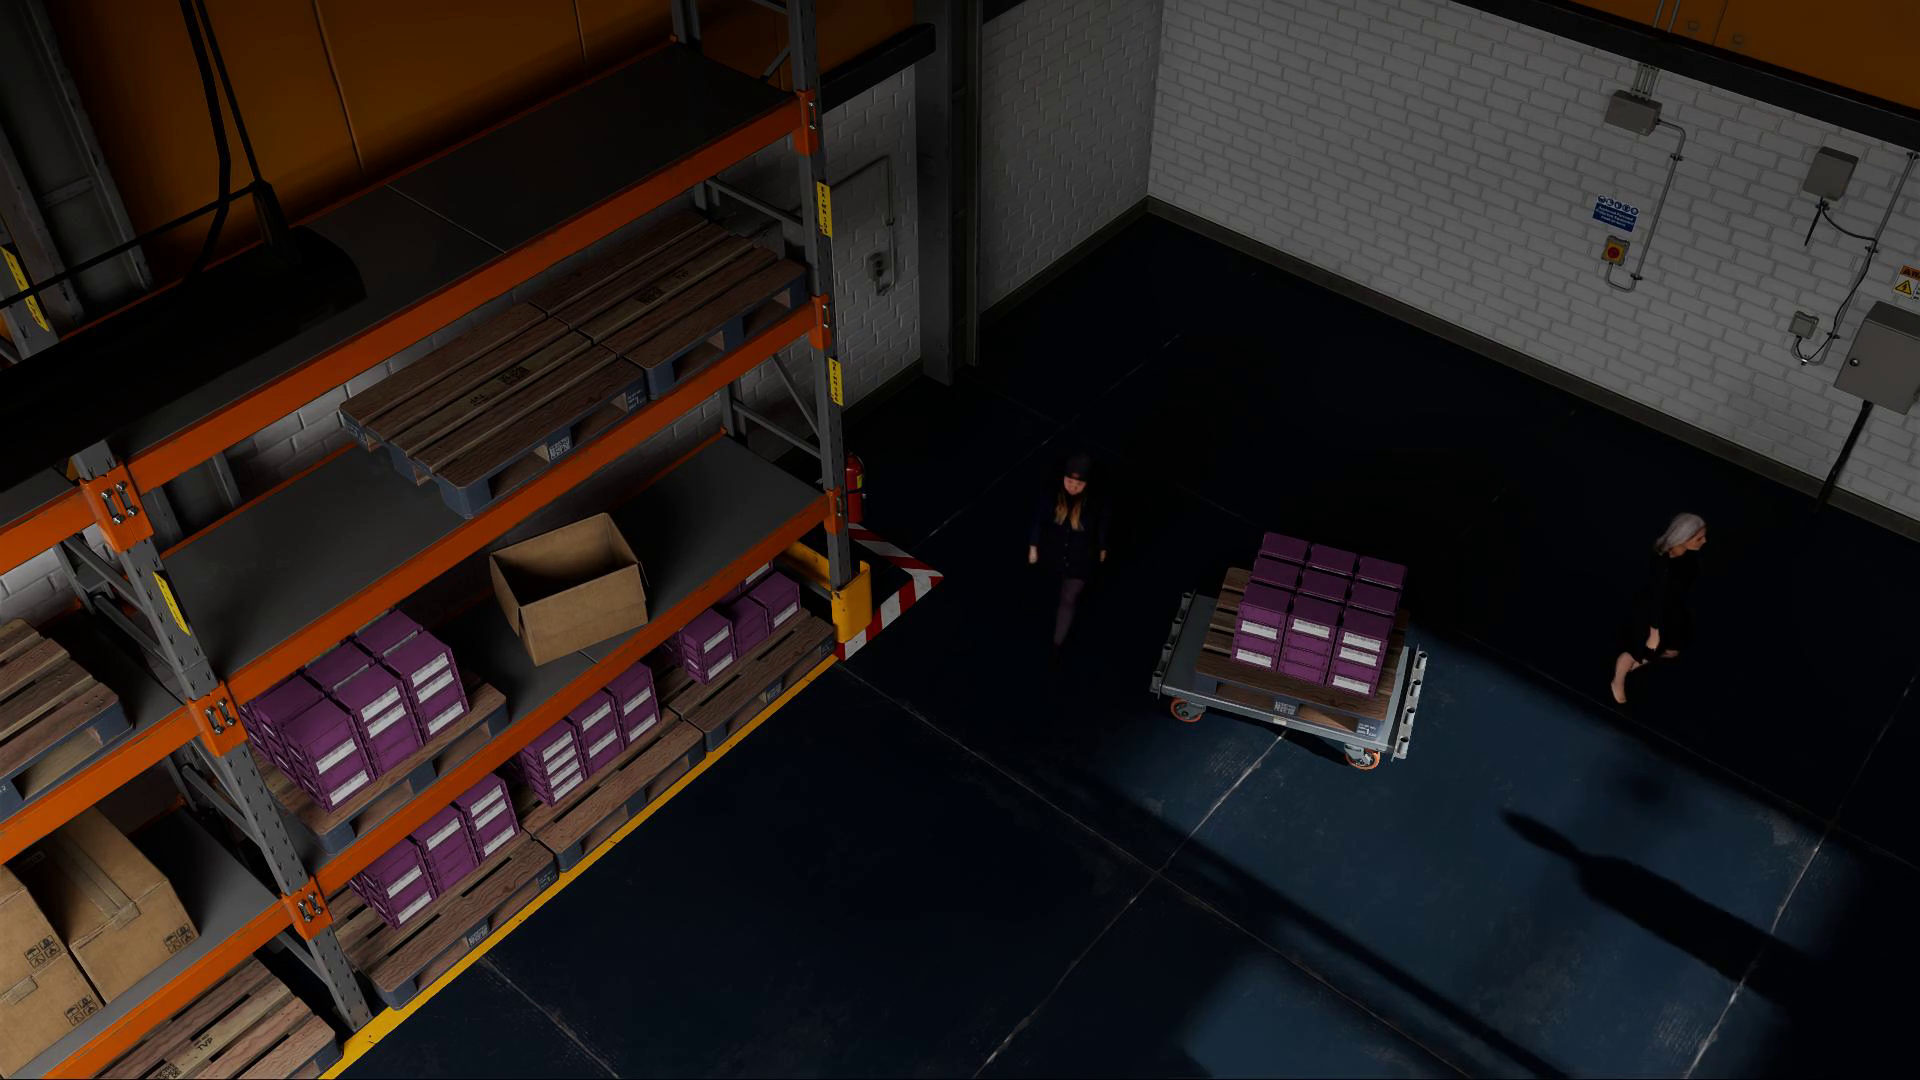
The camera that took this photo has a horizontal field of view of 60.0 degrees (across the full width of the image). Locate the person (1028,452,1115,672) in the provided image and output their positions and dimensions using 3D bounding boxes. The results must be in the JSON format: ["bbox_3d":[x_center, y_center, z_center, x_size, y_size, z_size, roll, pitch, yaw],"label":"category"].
[{"bbox_3d":[0.756,-0.003,11.020,0.933,1.618,1.200,16,46,16],"label":"person"}]

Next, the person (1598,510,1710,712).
[{"bbox_3d":[4.285,0.437,10.474,0.687,1.736,0.603,33,52,29],"label":"person"}]
